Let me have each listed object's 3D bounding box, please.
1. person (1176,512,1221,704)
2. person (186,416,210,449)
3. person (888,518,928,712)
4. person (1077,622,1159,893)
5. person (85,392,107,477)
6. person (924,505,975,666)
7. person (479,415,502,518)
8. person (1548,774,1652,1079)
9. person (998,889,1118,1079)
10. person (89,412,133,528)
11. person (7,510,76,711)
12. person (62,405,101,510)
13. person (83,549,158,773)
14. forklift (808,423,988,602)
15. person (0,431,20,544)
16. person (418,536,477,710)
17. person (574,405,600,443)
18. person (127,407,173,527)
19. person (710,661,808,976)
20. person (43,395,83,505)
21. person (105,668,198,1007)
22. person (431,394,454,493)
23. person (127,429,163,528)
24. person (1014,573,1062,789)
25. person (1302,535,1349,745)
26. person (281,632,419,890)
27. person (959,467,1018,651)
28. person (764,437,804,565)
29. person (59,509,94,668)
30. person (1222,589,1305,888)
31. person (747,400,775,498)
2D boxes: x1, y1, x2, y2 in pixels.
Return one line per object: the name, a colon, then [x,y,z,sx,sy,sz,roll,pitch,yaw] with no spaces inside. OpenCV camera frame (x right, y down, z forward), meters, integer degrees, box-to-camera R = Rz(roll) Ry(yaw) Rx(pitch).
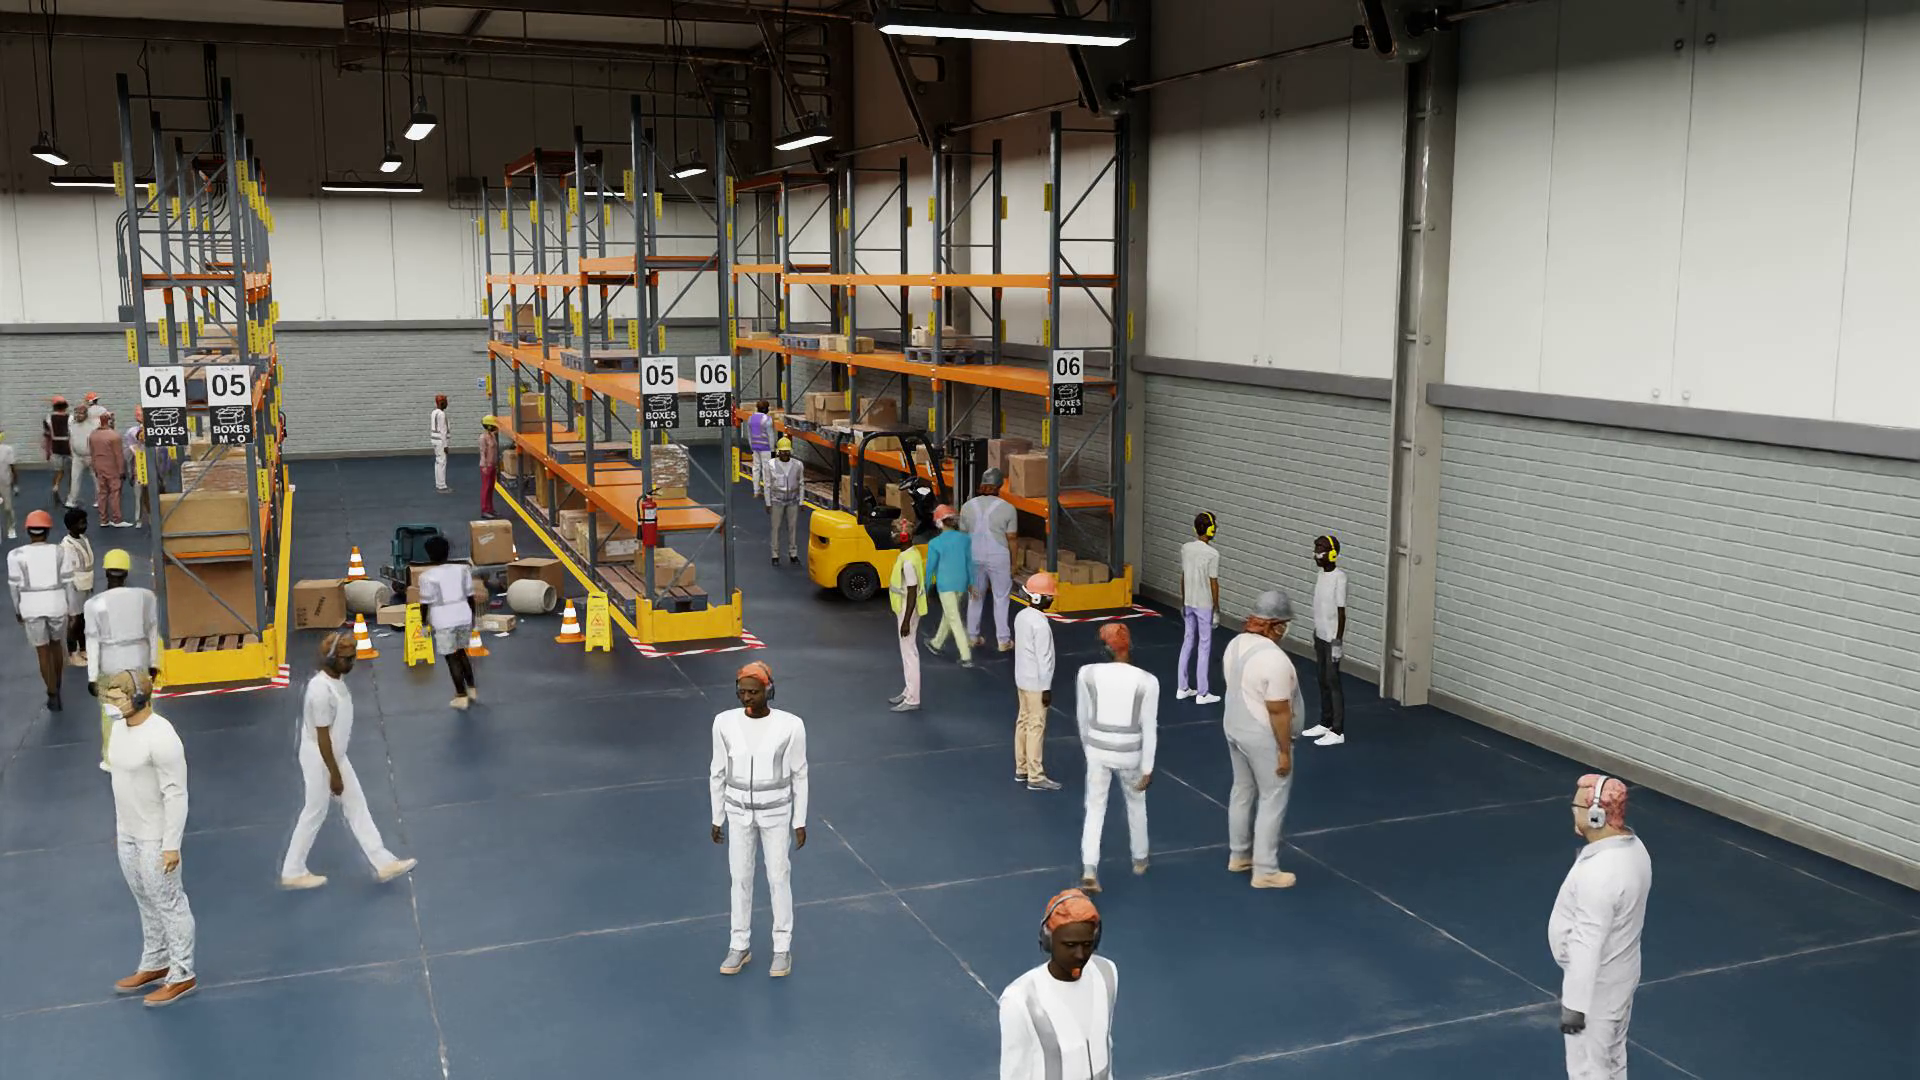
person: [2.330,0.653,16.128,0.327,1.861,0.502,-7,11,-36]
person: [-14.759,-1.892,31.966,0.625,1.905,0.555,1,9,4]
person: [-0.494,0.708,15.798,0.379,1.844,0.570,-1,9,-4]
person: [1.057,1.446,11.222,0.557,1.826,0.921,2,9,11]
person: [-17.814,-2.176,34.279,0.349,1.743,0.563,2,9,14]
person: [-0.144,0.471,17.764,0.571,1.688,0.933,-8,12,-40]
person: [-8.031,-1.260,28.446,0.330,1.765,0.533,1,9,6]
person: [2.871,1.995,7.551,0.400,1.901,0.650,6,11,35]
person: [0.381,2.213,6.219,0.576,1.881,0.354,-8,12,-42]
person: [-13.936,-1.149,27.298,0.648,1.907,0.401,4,10,22]
person: [-8.812,0.655,15.964,0.534,1.891,0.855,-7,11,-38]
person: [-15.506,-1.450,29.385,0.631,1.852,0.957,0,9,2]
person: [-6.859,1.019,13.672,0.785,1.896,0.589,8,12,41]
forklift: [-0.830,-0.399,21.676,2.313,2.155,1.214,-4,10,-21]
person: [-14.880,-0.870,25.799,0.535,1.831,0.932,-3,10,-19]
person: [-4.867,0.788,15.827,0.448,1.674,0.554,8,12,40]
person: [-7.349,-1.844,32.608,0.607,1.595,0.590,1,9,4]
person: [-13.305,-1.205,27.339,0.672,2.008,0.501,-5,10,-29]
person: [-1.189,1.640,9.815,0.586,1.882,0.340,1,9,9]
person: [-16.155,-1.610,29.945,0.639,2.005,0.797,-2,9,-14]
person: [-4.609,1.671,9.451,0.635,1.937,0.353,7,11,37]
person: [-9.879,-1.831,31.689,0.359,1.880,0.575,-5,11,-31]
person: [-13.362,-1.015,27.291,0.517,1.639,0.313,-6,11,-33]
person: [0.626,1.130,13.447,0.339,1.747,0.564,-3,9,-16]
person: [3.246,0.876,14.713,0.316,1.860,0.513,-2,9,-12]
person: [-4.154,1.481,11.125,0.927,1.783,0.596,-1,9,-5]
person: [0.356,0.197,18.409,0.685,2.000,0.535,4,10,25]
person: [-2.505,-0.553,23.777,0.590,1.833,0.404,-3,10,-19]
person: [-9.325,0.504,17.587,0.320,1.687,0.537,-1,9,-7]
person: [2.084,1.319,11.342,0.535,2.000,0.685,-3,10,-21]
person: [-3.644,-1.680,30.844,0.620,1.845,0.429,7,12,38]
